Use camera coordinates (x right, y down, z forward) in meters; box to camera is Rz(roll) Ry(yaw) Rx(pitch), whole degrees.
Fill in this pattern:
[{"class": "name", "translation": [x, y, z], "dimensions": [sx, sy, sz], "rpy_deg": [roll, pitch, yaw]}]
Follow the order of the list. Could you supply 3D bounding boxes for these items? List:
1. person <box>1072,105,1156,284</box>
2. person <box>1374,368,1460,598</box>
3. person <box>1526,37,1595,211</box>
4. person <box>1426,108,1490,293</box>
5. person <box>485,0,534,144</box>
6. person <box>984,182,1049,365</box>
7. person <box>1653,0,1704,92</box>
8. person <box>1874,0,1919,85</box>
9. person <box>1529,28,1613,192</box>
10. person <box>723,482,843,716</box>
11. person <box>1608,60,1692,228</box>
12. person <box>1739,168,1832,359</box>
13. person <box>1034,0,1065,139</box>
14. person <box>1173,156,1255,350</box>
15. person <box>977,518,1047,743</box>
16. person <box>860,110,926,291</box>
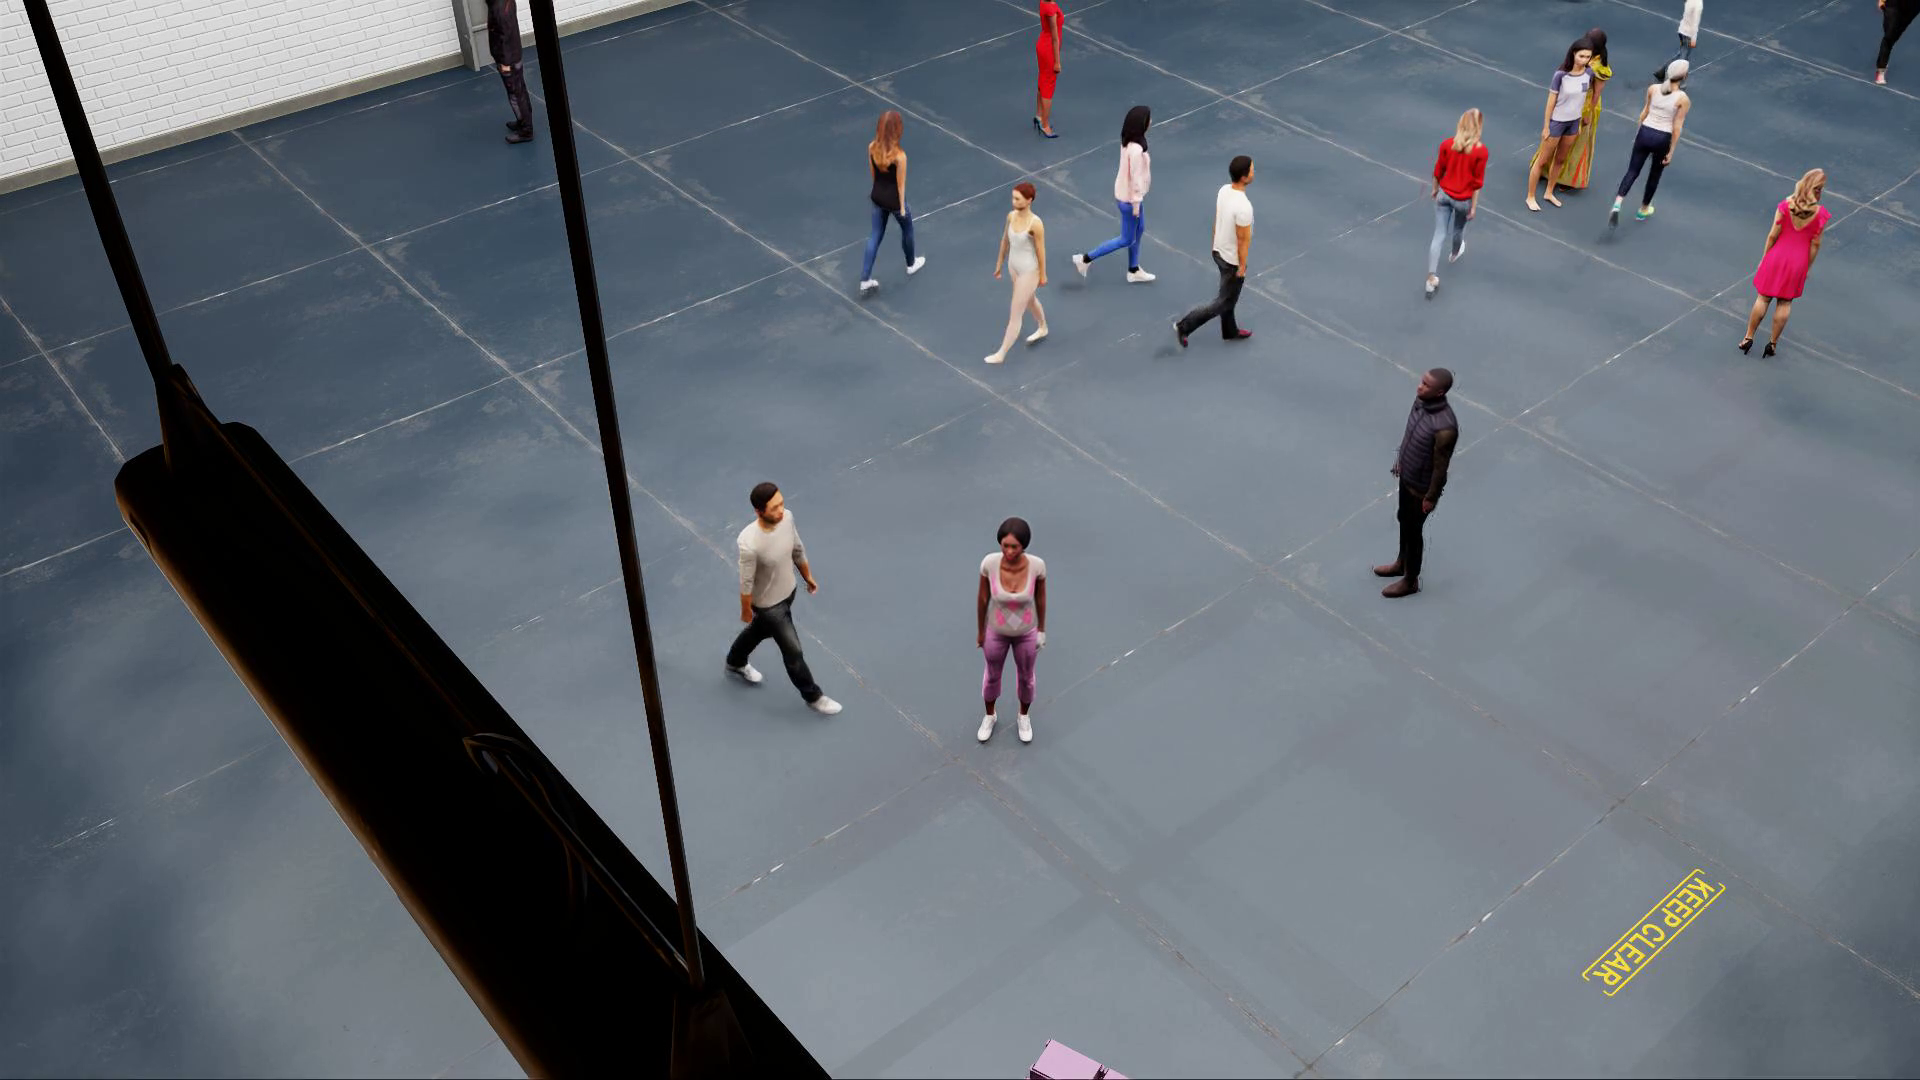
[{"class": "person", "translation": [1.454, -3.083, 15.054], "dimensions": [1.118, 1.751, 1.036], "rpy_deg": [0, 39, 0]}, {"class": "person", "translation": [3.248, -0.422, 11.654], "dimensions": [0.797, 1.837, 0.799], "rpy_deg": [-6, 39, -8]}, {"class": "person", "translation": [5.914, -4.097, 16.338], "dimensions": [0.573, 1.734, 0.712], "rpy_deg": [-11, 40, -14]}, {"class": "person", "translation": [4.451, -3.036, 15.075], "dimensions": [0.889, 1.651, 1.205], "rpy_deg": [20, 43, 23]}, {"class": "person", "translation": [-4.757, -5.126, 17.542], "dimensions": [0.783, 1.839, 0.805], "rpy_deg": [-6, 39, -7]}, {"class": "person", "translation": [0.608, -2.311, 14.212], "dimensions": [1.030, 1.597, 0.554], "rpy_deg": [-28, 46, -30]}, {"class": "person", "translation": [8.090, -5.674, 18.654], "dimensions": [0.720, 1.308, 0.659], "rpy_deg": [3, 39, 3]}, {"class": "person", "translation": [10.712, -6.113, 18.880], "dimensions": [1.073, 1.711, 1.247], "rpy_deg": [10, 40, 12]}, {"class": "person", "translation": [6.208, -4.345, 16.707], "dimensions": [0.846, 1.660, 0.910], "rpy_deg": [-19, 42, -22]}, {"class": "person", "translation": [-1.296, 0.327, 10.771], "dimensions": [1.056, 1.767, 1.200], "rpy_deg": [17, 42, 20]}, {"class": "person", "translation": [6.616, -3.771, 15.971], "dimensions": [0.712, 1.682, 1.067], "rpy_deg": [30, 47, 32]}, {"class": "person", "translation": [7.028, -2.354, 14.160], "dimensions": [0.648, 1.728, 0.652], "rpy_deg": [19, 42, 22]}, {"class": "person", "translation": [0.938, -5.146, 17.644], "dimensions": [0.652, 1.744, 0.646], "rpy_deg": [-6, 39, -7]}, {"class": "person", "translation": [2.221, -2.411, 14.185], "dimensions": [1.141, 1.786, 0.921], "rpy_deg": [-10, 40, -13]}, {"class": "person", "translation": [0.325, 0.574, 10.483], "dimensions": [0.650, 1.741, 0.718], "rpy_deg": [2, 39, 2]}, {"class": "person", "translation": [-0.694, -3.027, 15.037], "dimensions": [0.791, 1.685, 1.133], "rpy_deg": [23, 44, 26]}]
